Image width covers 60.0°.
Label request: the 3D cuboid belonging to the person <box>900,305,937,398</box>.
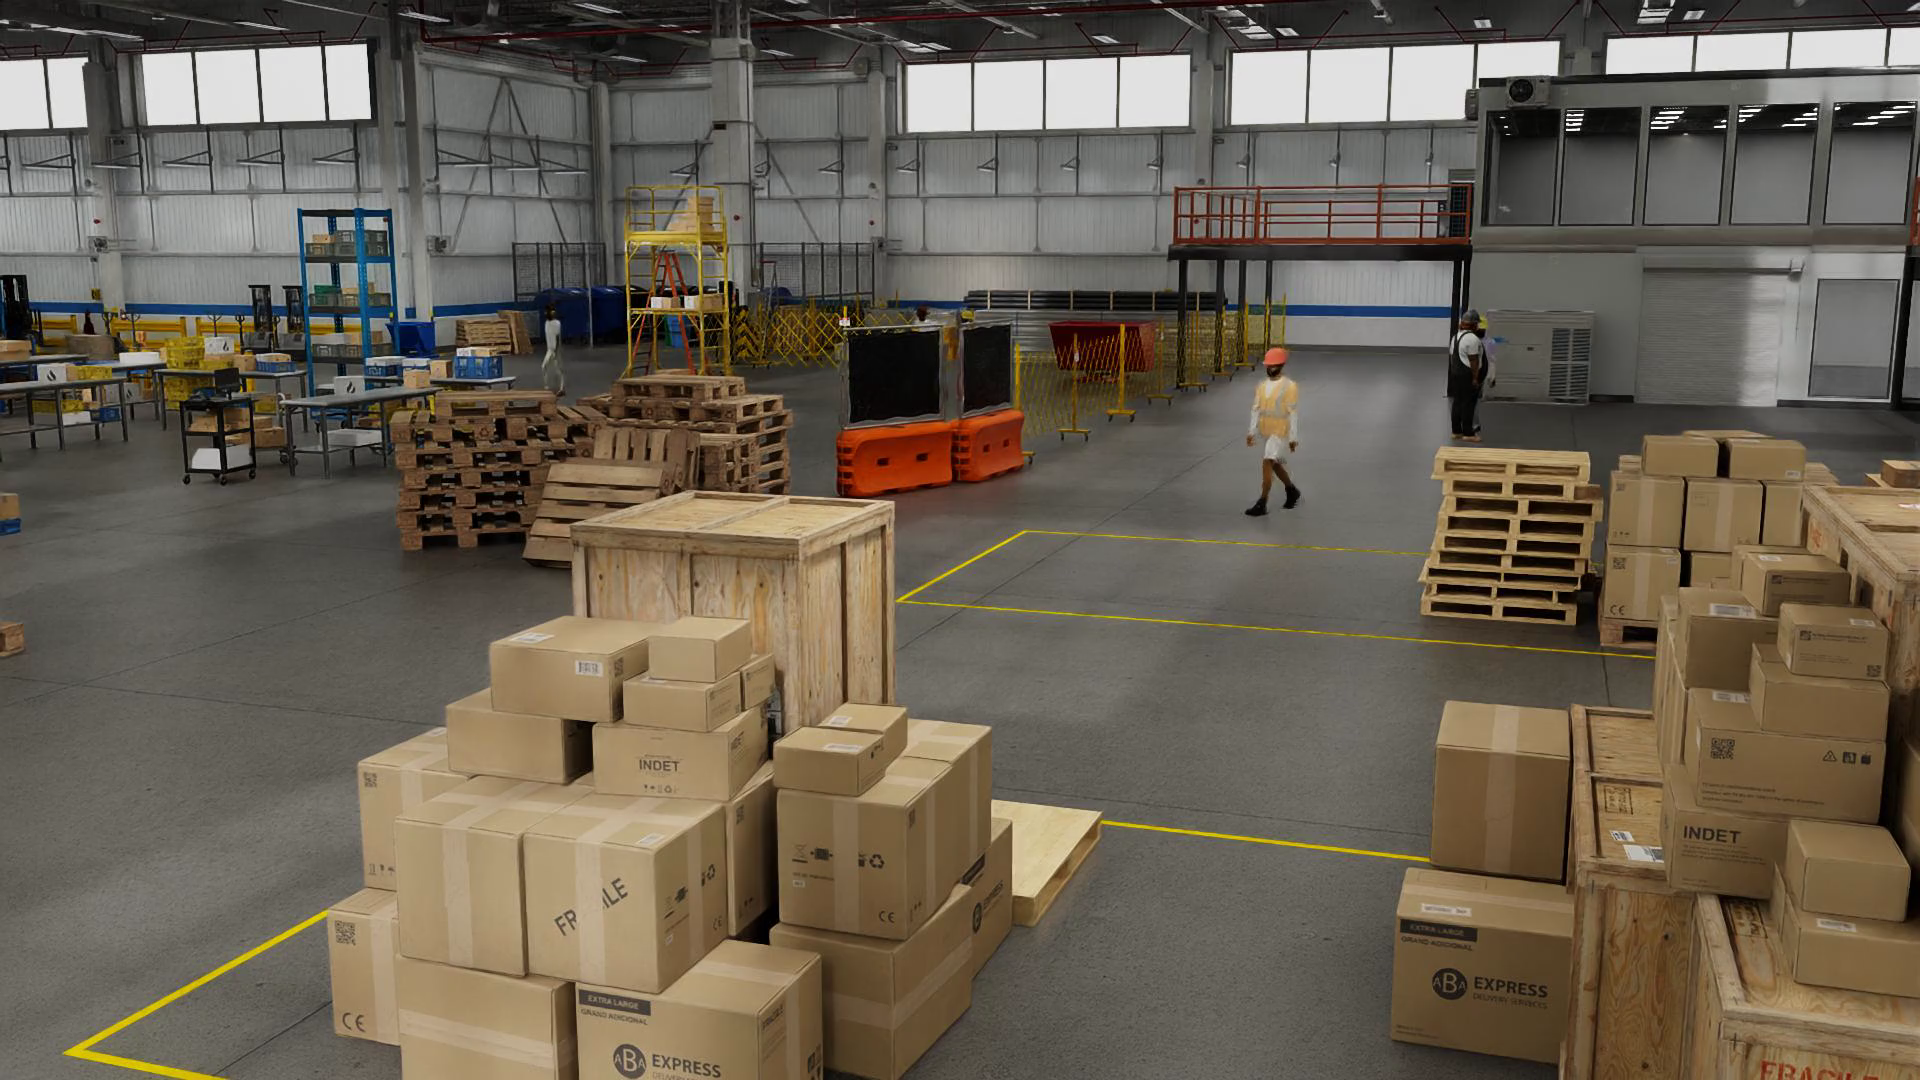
[{"bbox_3d":[-0.787,-3.702,32.853,0.588,1.836,0.911,8,13,40],"label":"person"}]

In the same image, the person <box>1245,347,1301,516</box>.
[{"bbox_3d":[3.603,-1.241,18.850,0.947,1.904,0.546,-7,12,-34],"label":"person"}]

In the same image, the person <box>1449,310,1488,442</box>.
[{"bbox_3d":[7.906,-2.546,25.779,0.535,2.000,0.673,-2,10,-11],"label":"person"}]

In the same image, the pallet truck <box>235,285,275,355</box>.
[{"bbox_3d":[-18.327,-5.835,44.421,0.823,1.965,1.885,4,11,23],"label":"pallet truck"}]

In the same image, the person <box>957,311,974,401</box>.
[{"bbox_3d":[0.108,-3.604,32.540,0.343,1.758,0.520,-1,10,-7],"label":"person"}]

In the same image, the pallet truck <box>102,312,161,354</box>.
[{"bbox_3d":[-23.057,-5.777,46.261,0.680,1.201,1.601,3,11,19],"label":"pallet truck"}]

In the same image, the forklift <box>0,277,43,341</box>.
[{"bbox_3d":[-27.151,-6.329,46.328,1.157,1.987,2.680,3,11,17],"label":"forklift"}]

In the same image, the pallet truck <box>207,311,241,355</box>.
[{"bbox_3d":[-19.537,-5.575,44.913,0.653,1.274,1.630,3,11,19],"label":"pallet truck"}]

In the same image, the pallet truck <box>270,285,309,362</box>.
[{"bbox_3d":[-17.147,-5.700,43.663,0.823,1.965,1.885,3,11,17],"label":"pallet truck"}]

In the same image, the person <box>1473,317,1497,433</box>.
[{"bbox_3d":[8.424,-2.694,27.108,0.597,1.859,1.049,0,10,1],"label":"person"}]

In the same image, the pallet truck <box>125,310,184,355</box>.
[{"bbox_3d":[-22.038,-5.665,45.457,0.704,1.261,1.522,3,11,17],"label":"pallet truck"}]

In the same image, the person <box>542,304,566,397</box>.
[{"bbox_3d":[-8.168,-3.765,33.174,0.525,1.846,0.724,8,13,37],"label":"person"}]
